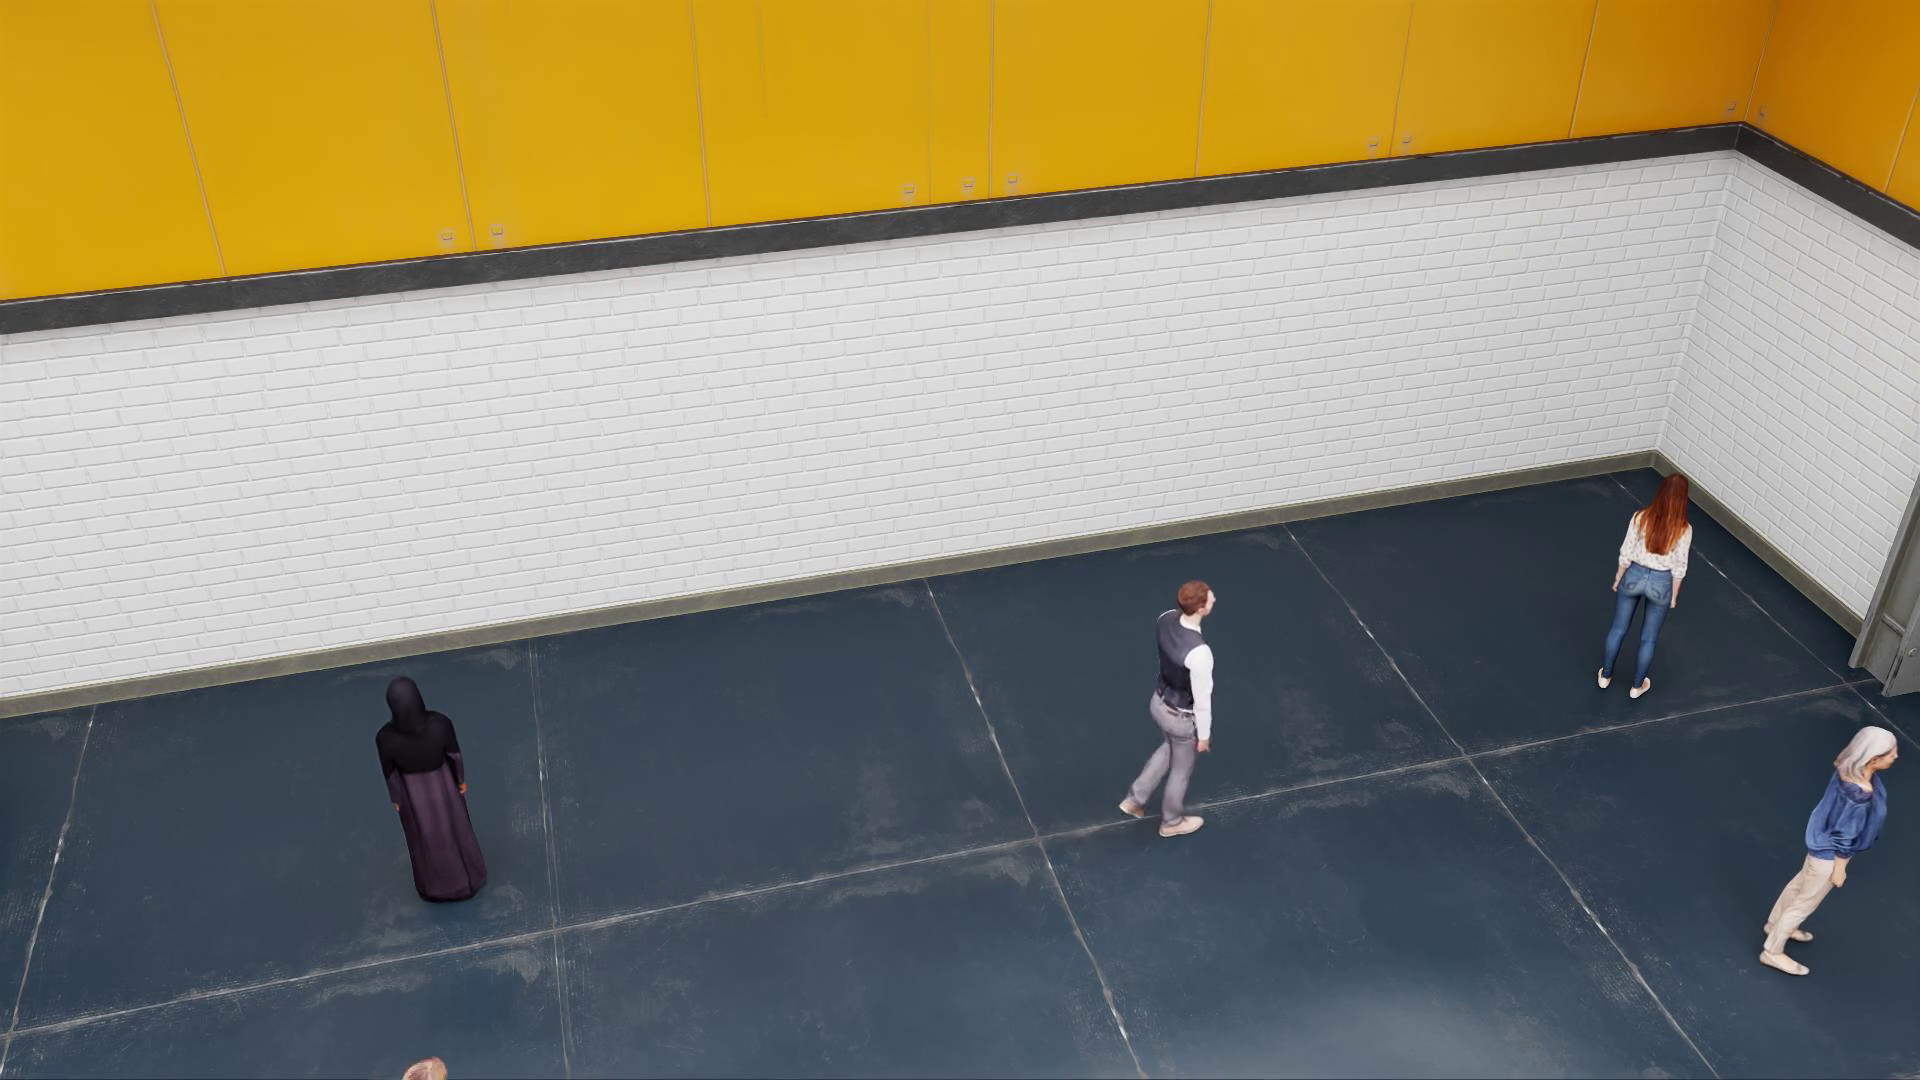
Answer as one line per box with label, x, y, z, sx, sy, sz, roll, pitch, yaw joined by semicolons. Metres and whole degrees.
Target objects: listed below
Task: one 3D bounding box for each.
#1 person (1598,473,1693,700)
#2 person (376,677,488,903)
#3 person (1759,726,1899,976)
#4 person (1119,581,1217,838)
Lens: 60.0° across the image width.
person;4.665;0.301;11.300;0.637;1.728;0.707;19;38;27
person;-3.104;1.442;9.683;0.620;1.615;0.618;-13;36;-18
person;4.822;1.703;9.221;0.782;1.693;0.708;14;36;20
person;1.240;1.045;10.003;0.781;1.924;0.767;-13;36;-19
